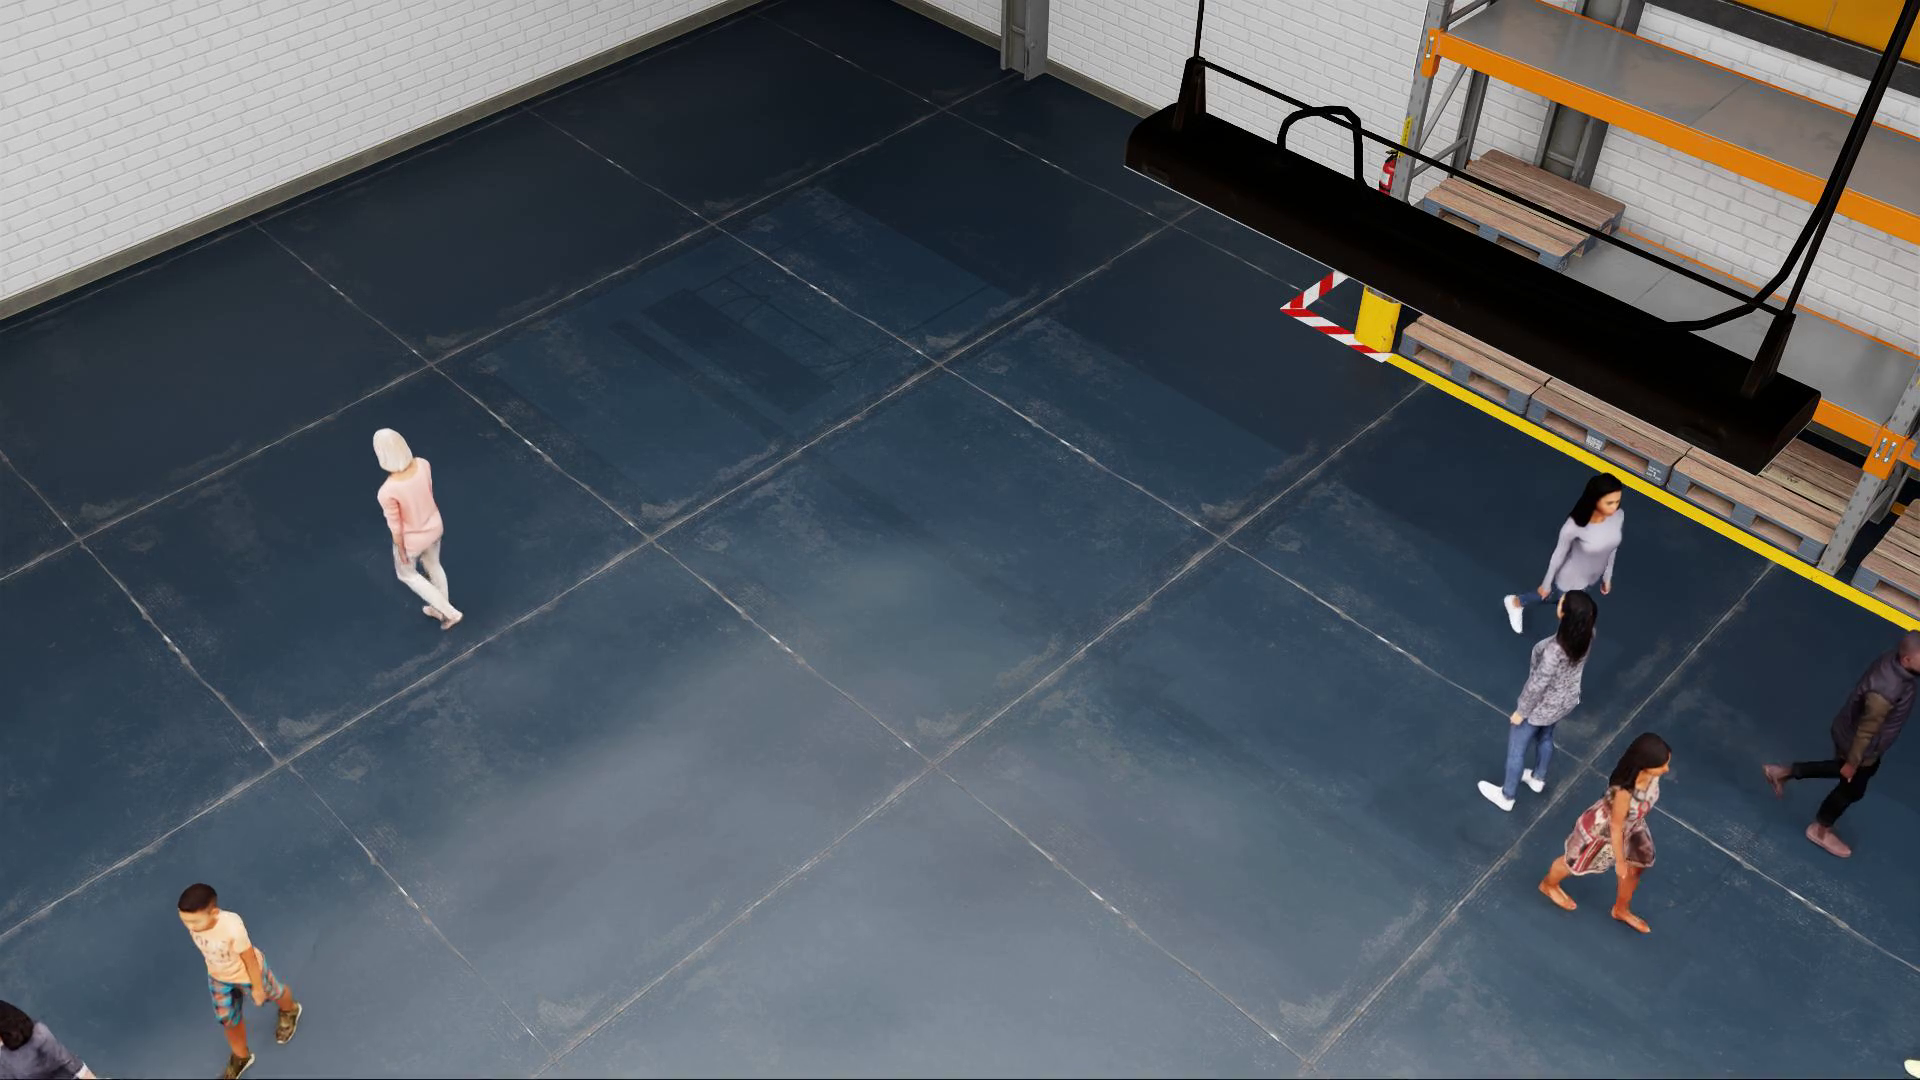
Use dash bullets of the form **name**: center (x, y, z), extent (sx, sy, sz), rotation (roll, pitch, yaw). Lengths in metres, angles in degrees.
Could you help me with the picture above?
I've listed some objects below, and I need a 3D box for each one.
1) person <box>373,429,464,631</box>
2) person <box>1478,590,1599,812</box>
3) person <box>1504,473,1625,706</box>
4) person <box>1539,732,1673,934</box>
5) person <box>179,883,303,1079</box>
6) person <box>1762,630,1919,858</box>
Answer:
- **person**: center (-3.562, -0.028, 11.113), extent (0.773, 1.715, 0.693), rotation (21, 47, 20)
- **person**: center (3.557, 0.972, 10.055), extent (0.654, 1.726, 0.576), rotation (-27, 50, -26)
- **person**: center (3.972, 0.187, 10.897), extent (0.879, 1.702, 1.225), rotation (-18, 47, -18)
- **person**: center (3.616, 1.599, 9.473), extent (0.866, 1.622, 0.647), rotation (31, 52, 28)
- **person**: center (-3.837, 2.241, 8.929), extent (0.849, 1.443, 0.854), rotation (7, 44, 7)
- **person**: center (5.257, 1.135, 9.815), extent (0.913, 1.822, 0.743), rotation (31, 51, 28)
